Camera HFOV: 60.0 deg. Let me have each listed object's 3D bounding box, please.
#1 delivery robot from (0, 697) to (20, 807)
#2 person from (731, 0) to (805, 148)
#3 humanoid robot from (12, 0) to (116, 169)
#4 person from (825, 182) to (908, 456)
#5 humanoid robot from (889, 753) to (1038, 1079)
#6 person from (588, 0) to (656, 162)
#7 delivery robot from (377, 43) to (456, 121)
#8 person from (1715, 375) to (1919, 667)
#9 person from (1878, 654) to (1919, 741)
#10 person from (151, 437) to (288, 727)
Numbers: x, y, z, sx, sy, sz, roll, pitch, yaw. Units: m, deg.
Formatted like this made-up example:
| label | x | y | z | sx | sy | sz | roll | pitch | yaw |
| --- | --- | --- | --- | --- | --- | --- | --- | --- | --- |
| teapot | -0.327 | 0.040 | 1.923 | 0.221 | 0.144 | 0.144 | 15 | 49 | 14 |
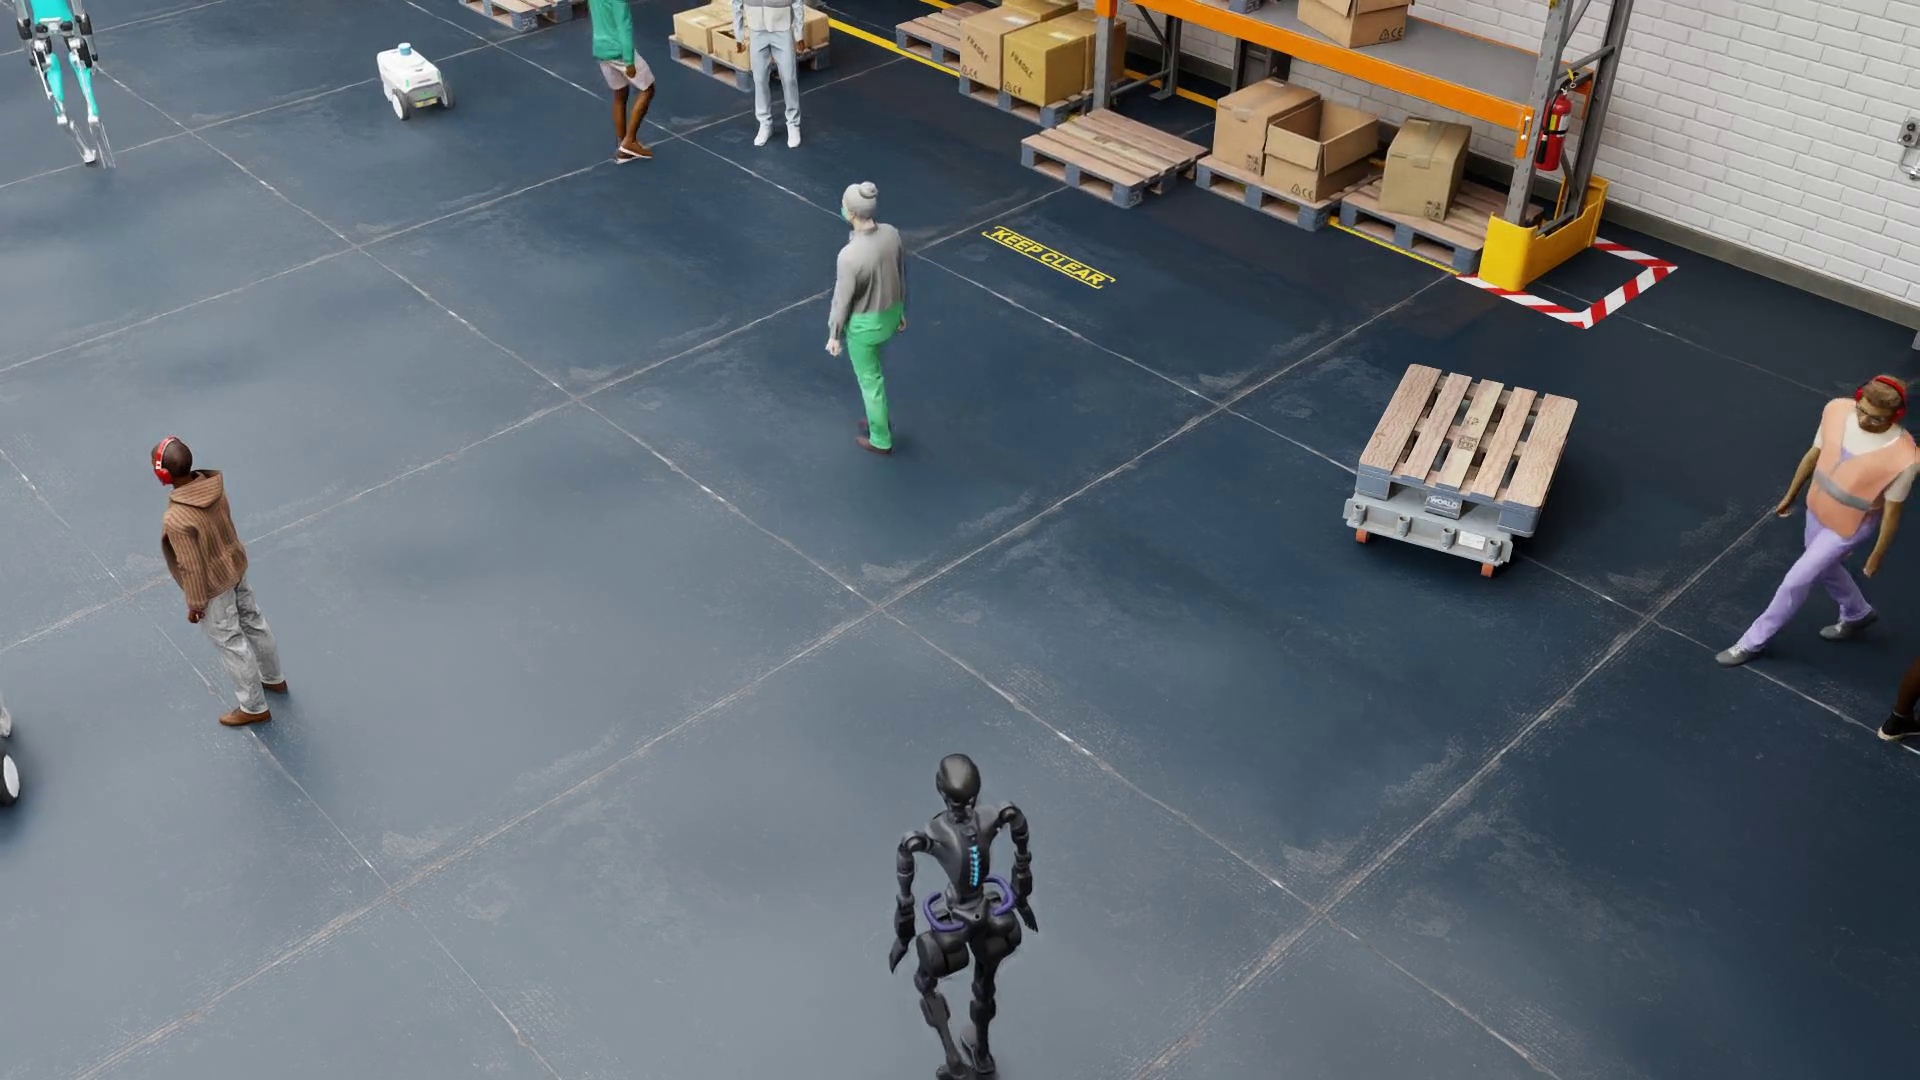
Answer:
| label | x | y | z | sx | sy | sz | roll | pitch | yaw |
| --- | --- | --- | --- | --- | --- | --- | --- | --- | --- |
| delivery robot | -4.856 | 0.975 | 8.017 | 0.499 | 0.608 | 0.801 | -12 | 39 | -15 |
| person | -1.575 | -4.201 | 13.740 | 0.595 | 1.908 | 0.408 | 2 | 37 | 2 |
| humanoid robot | -7.202 | -3.759 | 13.390 | 0.550 | 1.909 | 0.722 | -12 | 39 | -16 |
| person | -0.600 | -1.342 | 10.015 | 0.523 | 1.824 | 0.552 | 23 | 43 | 28 |
| humanoid robot | 0.027 | 1.480 | 6.399 | 0.611 | 1.645 | 0.354 | -15 | 39 | -18 |
| person | -2.773 | -3.959 | 13.477 | 0.512 | 1.828 | 0.462 | 30 | 47 | 34 |
| delivery robot | -4.839 | -4.063 | 14.689 | 0.499 | 0.611 | 0.809 | -24 | 43 | -28 |
| person | 4.485 | -0.111 | 8.414 | 0.891 | 1.790 | 0.608 | -9 | 38 | -12 |
| person | 4.835 | 0.281 | 7.764 | 0.383 | 1.955 | 0.627 | -23 | 43 | -27 |
| person | -3.613 | 0.205 | 8.112 | 0.326 | 1.651 | 0.470 | 3 | 37 | 4 |
